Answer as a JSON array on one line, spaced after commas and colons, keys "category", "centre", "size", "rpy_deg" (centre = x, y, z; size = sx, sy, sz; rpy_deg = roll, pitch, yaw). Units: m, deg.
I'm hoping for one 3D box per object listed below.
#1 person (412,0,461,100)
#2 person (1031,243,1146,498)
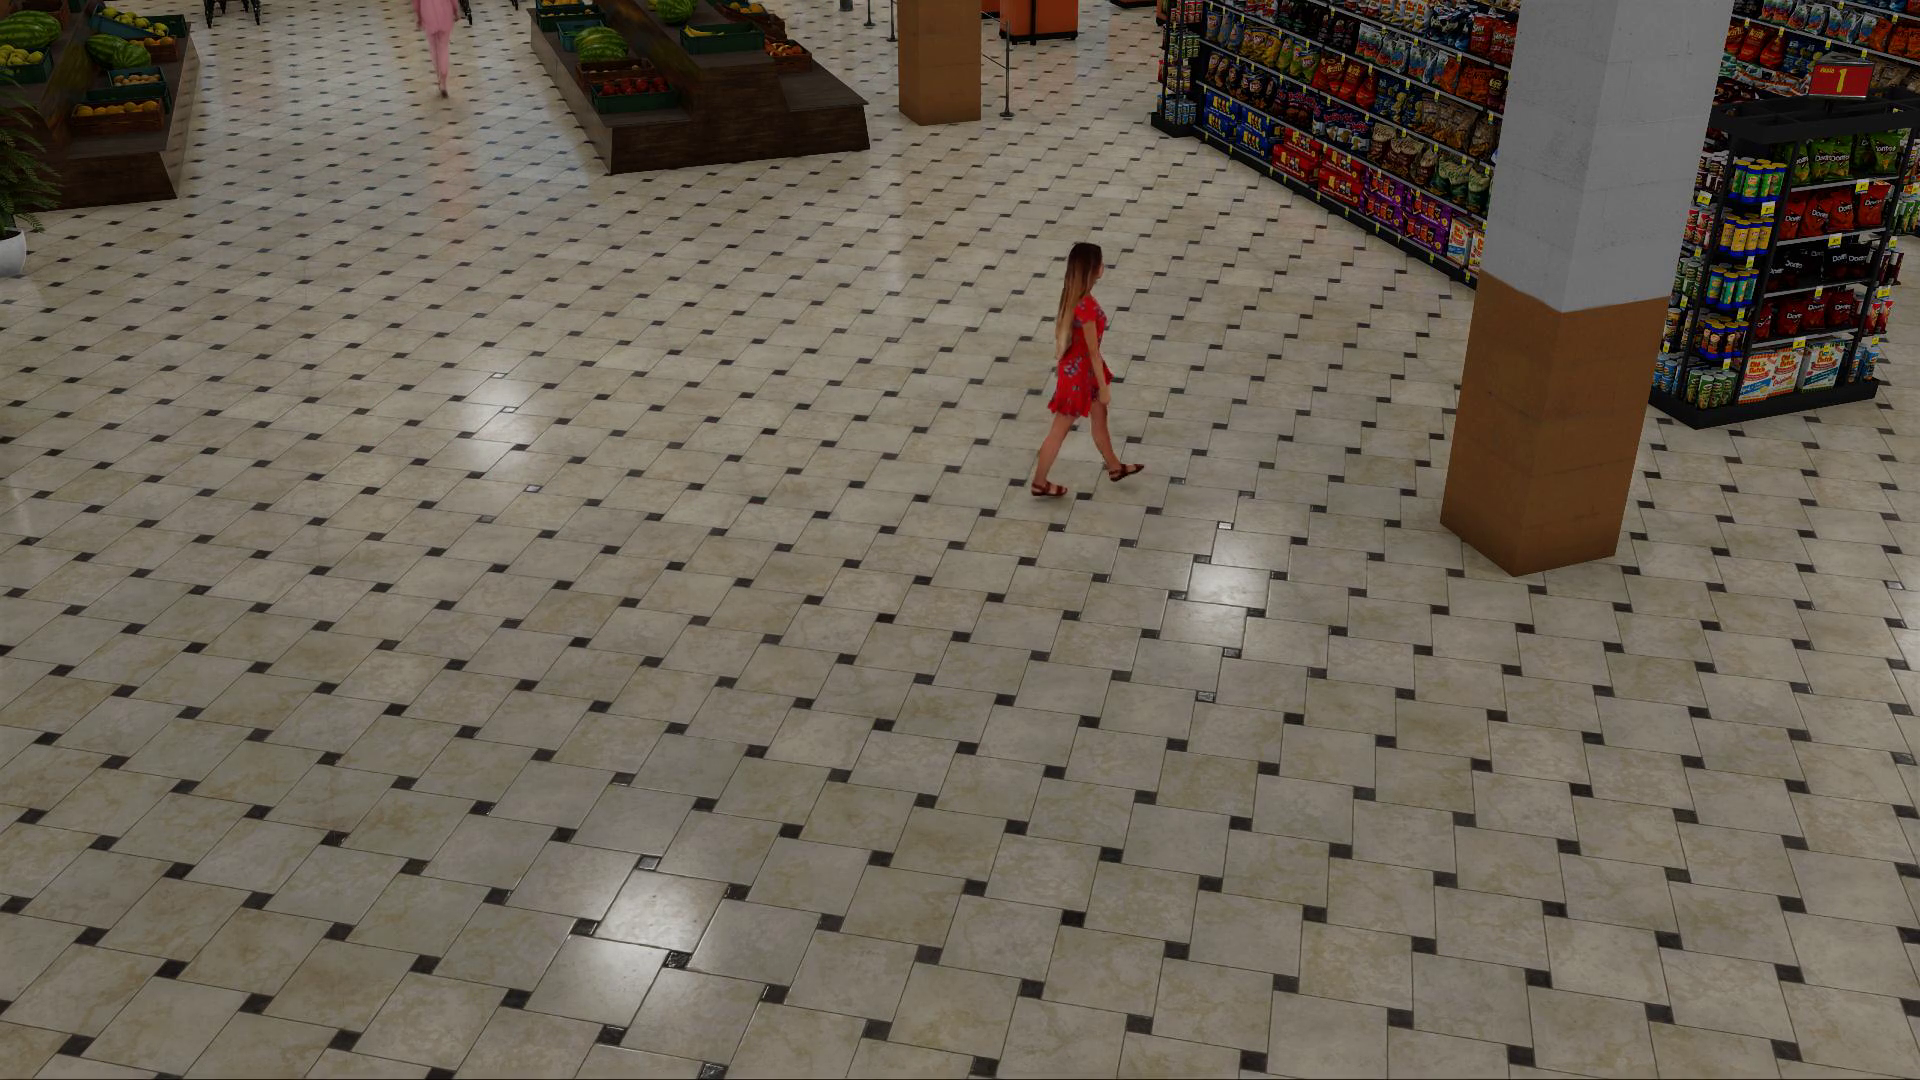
[{"category": "person", "centre": [-5.773, -5.755, 18.282], "size": [0.703, 1.774, 0.908], "rpy_deg": [-5, 29, -9]}, {"category": "person", "centre": [0.601, -0.949, 9.700], "size": [0.748, 1.564, 0.929], "rpy_deg": [-5, 29, -9]}]
